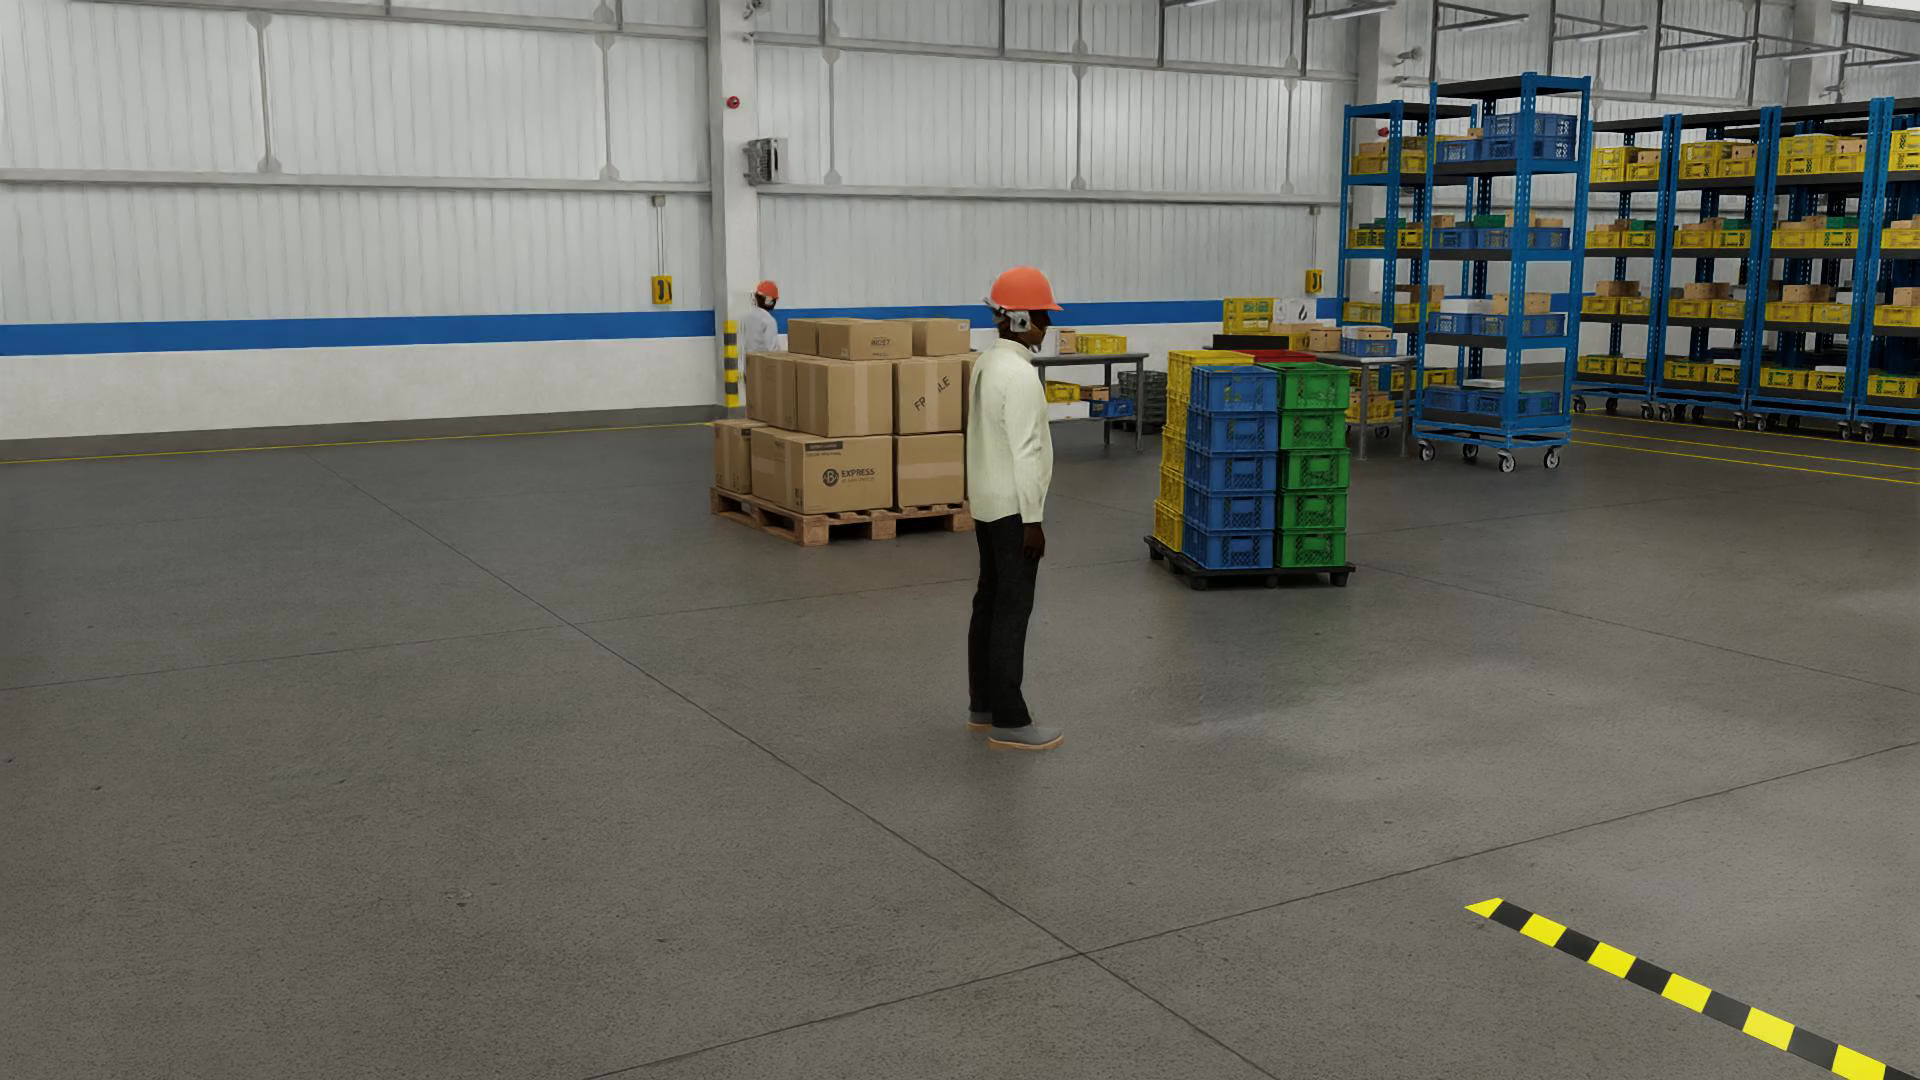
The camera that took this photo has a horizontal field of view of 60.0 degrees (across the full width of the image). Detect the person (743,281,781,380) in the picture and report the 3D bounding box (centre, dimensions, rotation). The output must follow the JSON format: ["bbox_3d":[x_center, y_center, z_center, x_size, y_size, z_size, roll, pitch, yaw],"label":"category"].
[{"bbox_3d":[-1.955,-1.731,16.709,0.372,1.731,0.595,-6,12,-32],"label":"person"}]

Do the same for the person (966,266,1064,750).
[{"bbox_3d":[0.227,-0.133,6.930,0.396,1.992,0.623,-3,10,-17],"label":"person"}]
